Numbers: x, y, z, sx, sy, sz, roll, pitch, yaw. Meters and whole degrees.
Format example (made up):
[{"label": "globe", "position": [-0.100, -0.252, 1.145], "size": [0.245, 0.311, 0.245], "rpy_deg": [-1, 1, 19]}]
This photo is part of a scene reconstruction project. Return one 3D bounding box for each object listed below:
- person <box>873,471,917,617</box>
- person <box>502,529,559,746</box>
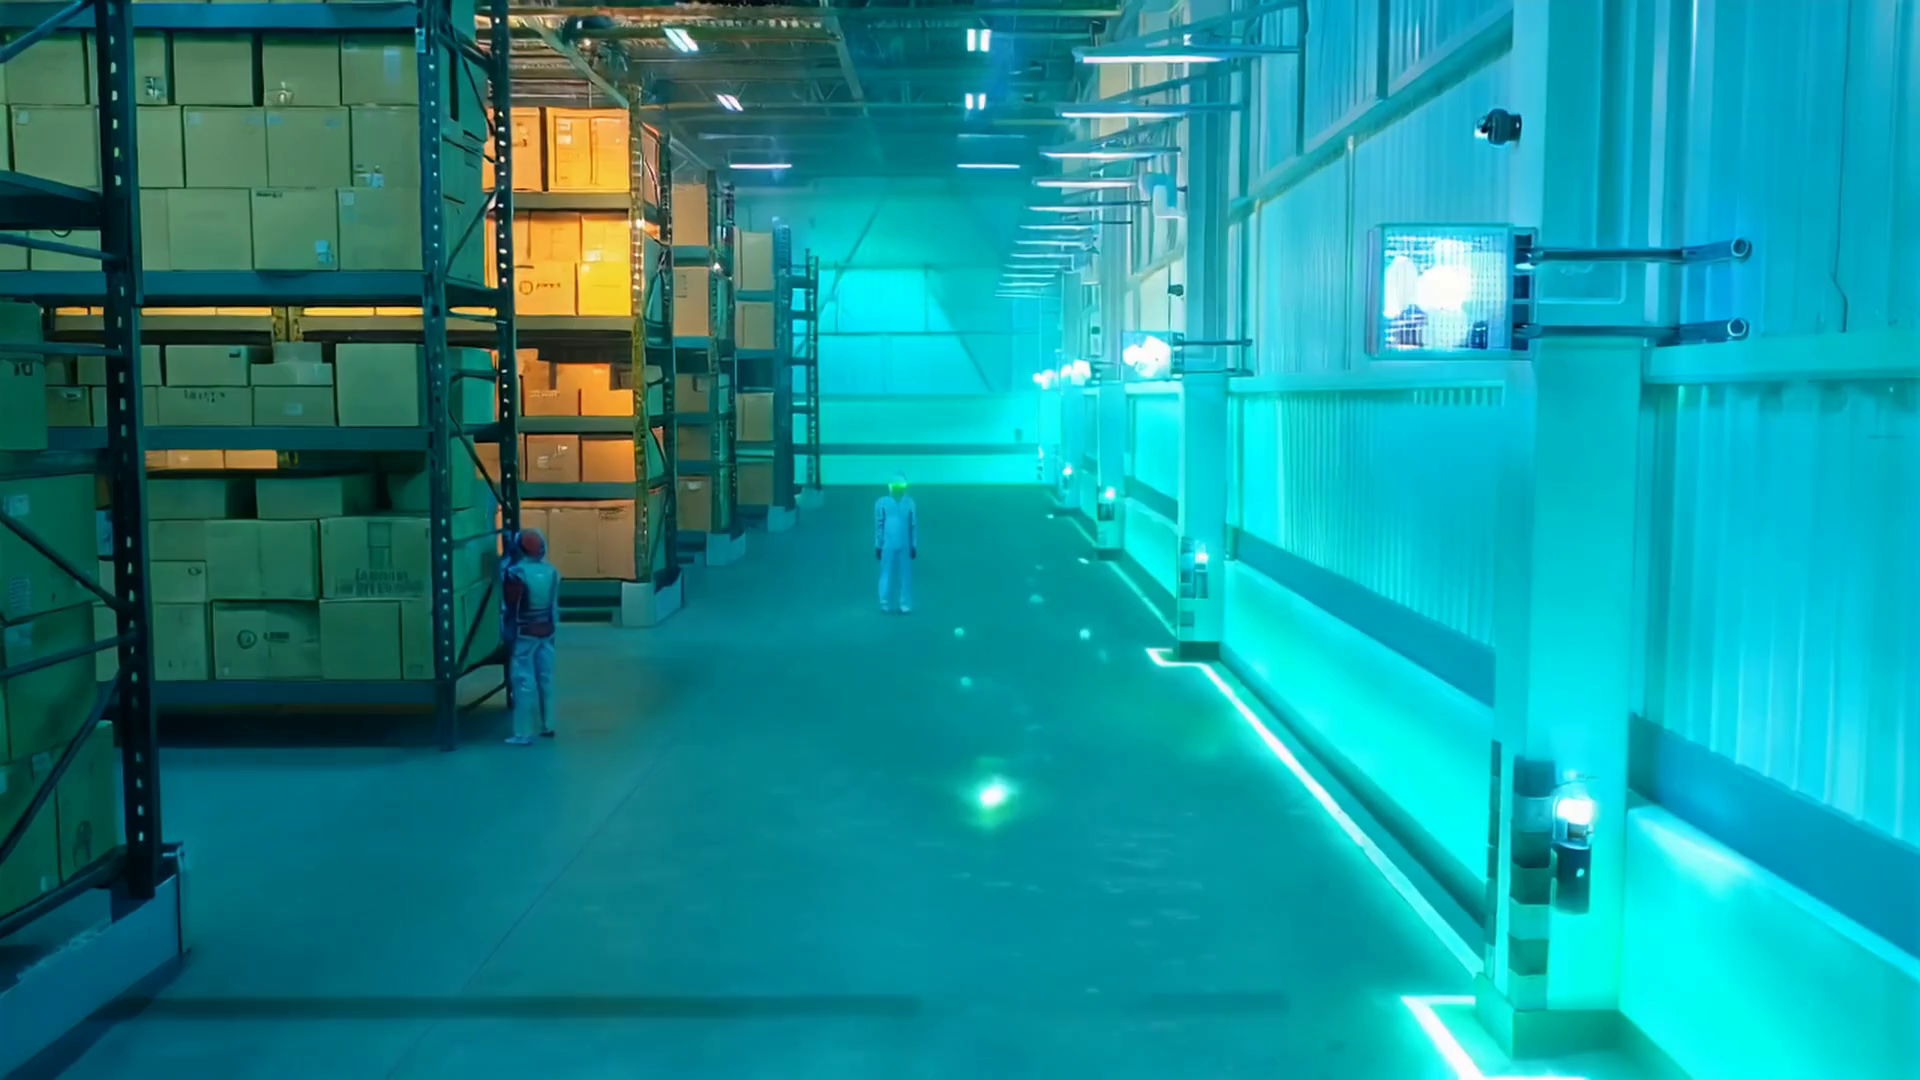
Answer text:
[{"label": "person", "position": [-0.758, 0.048, 19.884], "size": [0.565, 1.745, 0.349], "rpy_deg": [-3, 6, -29]}, {"label": "person", "position": [-3.233, 0.733, 12.586], "size": [0.312, 1.632, 0.525], "rpy_deg": [3, 6, 32]}]
